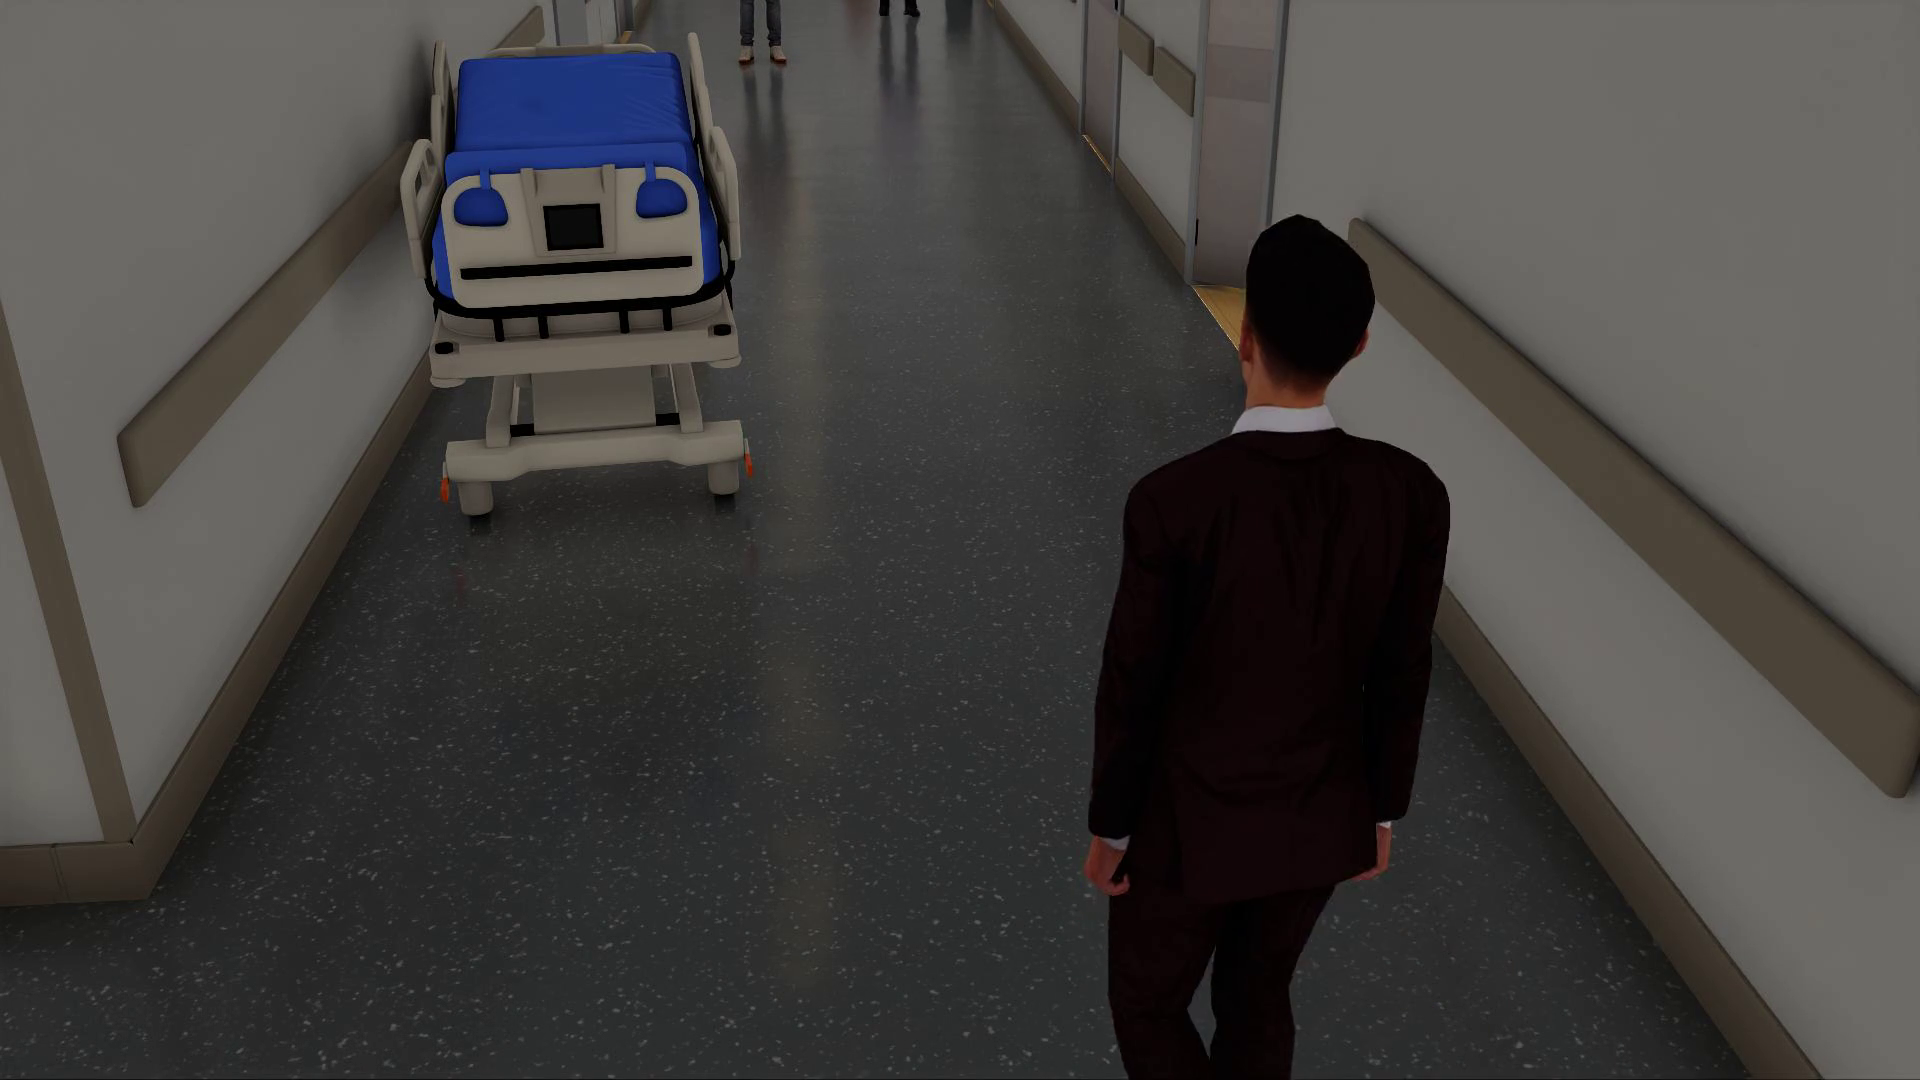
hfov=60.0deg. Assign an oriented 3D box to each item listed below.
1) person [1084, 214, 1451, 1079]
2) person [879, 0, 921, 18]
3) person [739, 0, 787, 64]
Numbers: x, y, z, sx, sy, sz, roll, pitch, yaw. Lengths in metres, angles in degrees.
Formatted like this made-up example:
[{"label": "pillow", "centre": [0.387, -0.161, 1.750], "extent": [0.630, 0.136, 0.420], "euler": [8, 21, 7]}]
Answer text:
[{"label": "person", "centre": [0.461, 0.462, 2.572], "extent": [0.891, 1.852, 0.819], "euler": [-5, 26, -11]}, {"label": "person", "centre": [-0.625, -5.985, 15.950], "extent": [0.635, 1.844, 0.786], "euler": [2, 26, 5]}, {"label": "person", "centre": [-1.660, -4.913, 13.667], "extent": [0.516, 1.897, 0.749], "euler": [-5, 26, -10]}]
